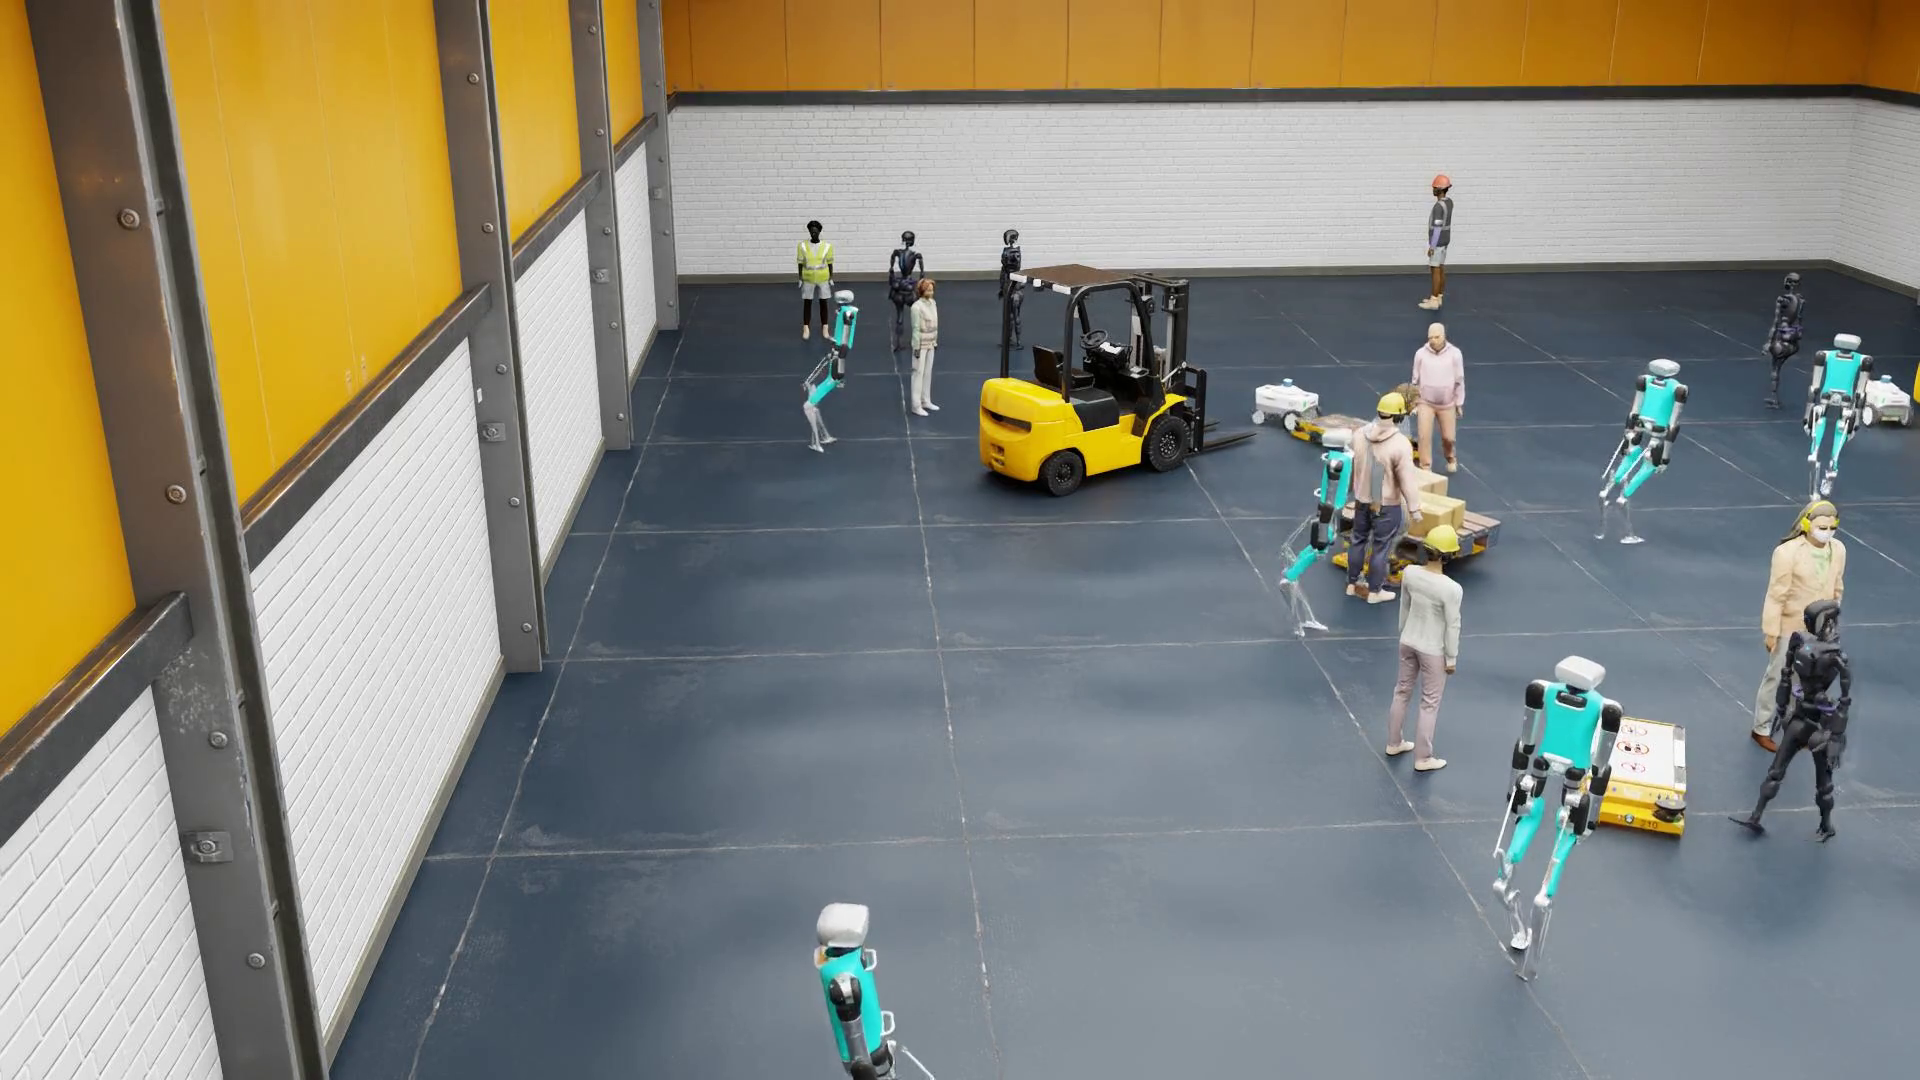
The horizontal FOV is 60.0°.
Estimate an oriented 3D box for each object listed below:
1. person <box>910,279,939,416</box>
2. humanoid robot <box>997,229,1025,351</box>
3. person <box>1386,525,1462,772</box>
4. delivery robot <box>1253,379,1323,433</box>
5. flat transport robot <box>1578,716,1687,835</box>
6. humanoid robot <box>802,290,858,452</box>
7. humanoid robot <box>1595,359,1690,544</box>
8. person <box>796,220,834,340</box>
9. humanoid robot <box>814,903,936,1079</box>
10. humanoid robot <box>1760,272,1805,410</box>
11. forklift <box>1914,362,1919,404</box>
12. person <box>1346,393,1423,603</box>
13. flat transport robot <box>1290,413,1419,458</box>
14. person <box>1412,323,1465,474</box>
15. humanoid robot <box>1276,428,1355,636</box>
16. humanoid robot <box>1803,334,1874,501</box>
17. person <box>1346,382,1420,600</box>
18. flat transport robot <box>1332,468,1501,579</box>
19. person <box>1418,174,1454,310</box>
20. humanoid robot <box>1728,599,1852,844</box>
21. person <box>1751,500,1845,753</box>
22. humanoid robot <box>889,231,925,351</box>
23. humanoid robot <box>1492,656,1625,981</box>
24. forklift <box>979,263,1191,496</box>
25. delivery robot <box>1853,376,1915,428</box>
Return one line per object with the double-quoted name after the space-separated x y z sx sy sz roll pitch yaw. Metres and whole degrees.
-0.429 -2.322 19.962 0.308 1.638 0.521 10 22 24 "person"
0.717 -3.465 23.004 0.315 1.657 0.599 -8 22 -20 "humanoid robot"
3.229 0.734 11.469 0.337 1.759 0.525 -12 23 -29 "person"
3.853 -1.582 19.524 0.770 0.595 0.499 17 26 38 "delivery robot"
4.601 1.556 11.387 0.659 0.231 1.431 8 22 20 "flat transport robot"
-1.538 -1.889 18.648 0.826 1.781 0.610 -3 20 -8 "humanoid robot"
6.346 -0.773 15.650 0.792 1.806 0.542 -13 24 -32 "humanoid robot"
-2.048 -3.691 23.607 0.531 1.696 0.322 -1 20 -4 "person"
-0.199 2.365 7.101 0.809 1.801 0.569 -3 20 -7 "humanoid robot"
9.980 -2.417 20.182 0.615 1.650 0.383 -12 23 -30 "humanoid robot"
12.602 -2.435 19.475 2.313 2.155 1.214 -1 20 -4 "forklift"
3.586 -0.356 14.299 0.437 1.856 0.815 -17 26 -38 "person"
4.468 -1.149 18.759 0.659 0.231 1.431 -13 24 -31 "flat transport robot"
5.000 -1.445 17.420 0.551 1.758 0.651 7 21 19 "person"
2.853 -0.052 13.677 0.655 1.824 0.532 8 22 21 "humanoid robot"
8.708 -1.152 16.616 0.535 1.729 1.001 10 23 26 "humanoid robot"
3.640 -0.407 14.360 0.501 1.913 0.843 14 24 33 "person"
4.176 0.078 15.414 1.431 0.231 0.659 -15 25 -35 "flat transport robot"
7.301 -4.562 25.487 0.384 2.045 0.604 12 23 30 "person"
5.378 1.163 10.476 0.688 1.644 0.599 -5 21 -15 "humanoid robot"
5.890 0.595 11.701 0.565 1.865 0.404 -4 21 -10 "person"
-0.724 -3.457 23.013 0.608 1.646 0.560 11 23 28 "humanoid robot"
3.225 1.620 9.242 0.548 1.879 0.812 15 25 35 "humanoid robot"
1.315 -1.764 17.646 2.313 2.155 1.214 -14 24 -33 "forklift"
10.918 -1.640 19.682 0.499 0.596 0.795 1 20 3 "delivery robot"
